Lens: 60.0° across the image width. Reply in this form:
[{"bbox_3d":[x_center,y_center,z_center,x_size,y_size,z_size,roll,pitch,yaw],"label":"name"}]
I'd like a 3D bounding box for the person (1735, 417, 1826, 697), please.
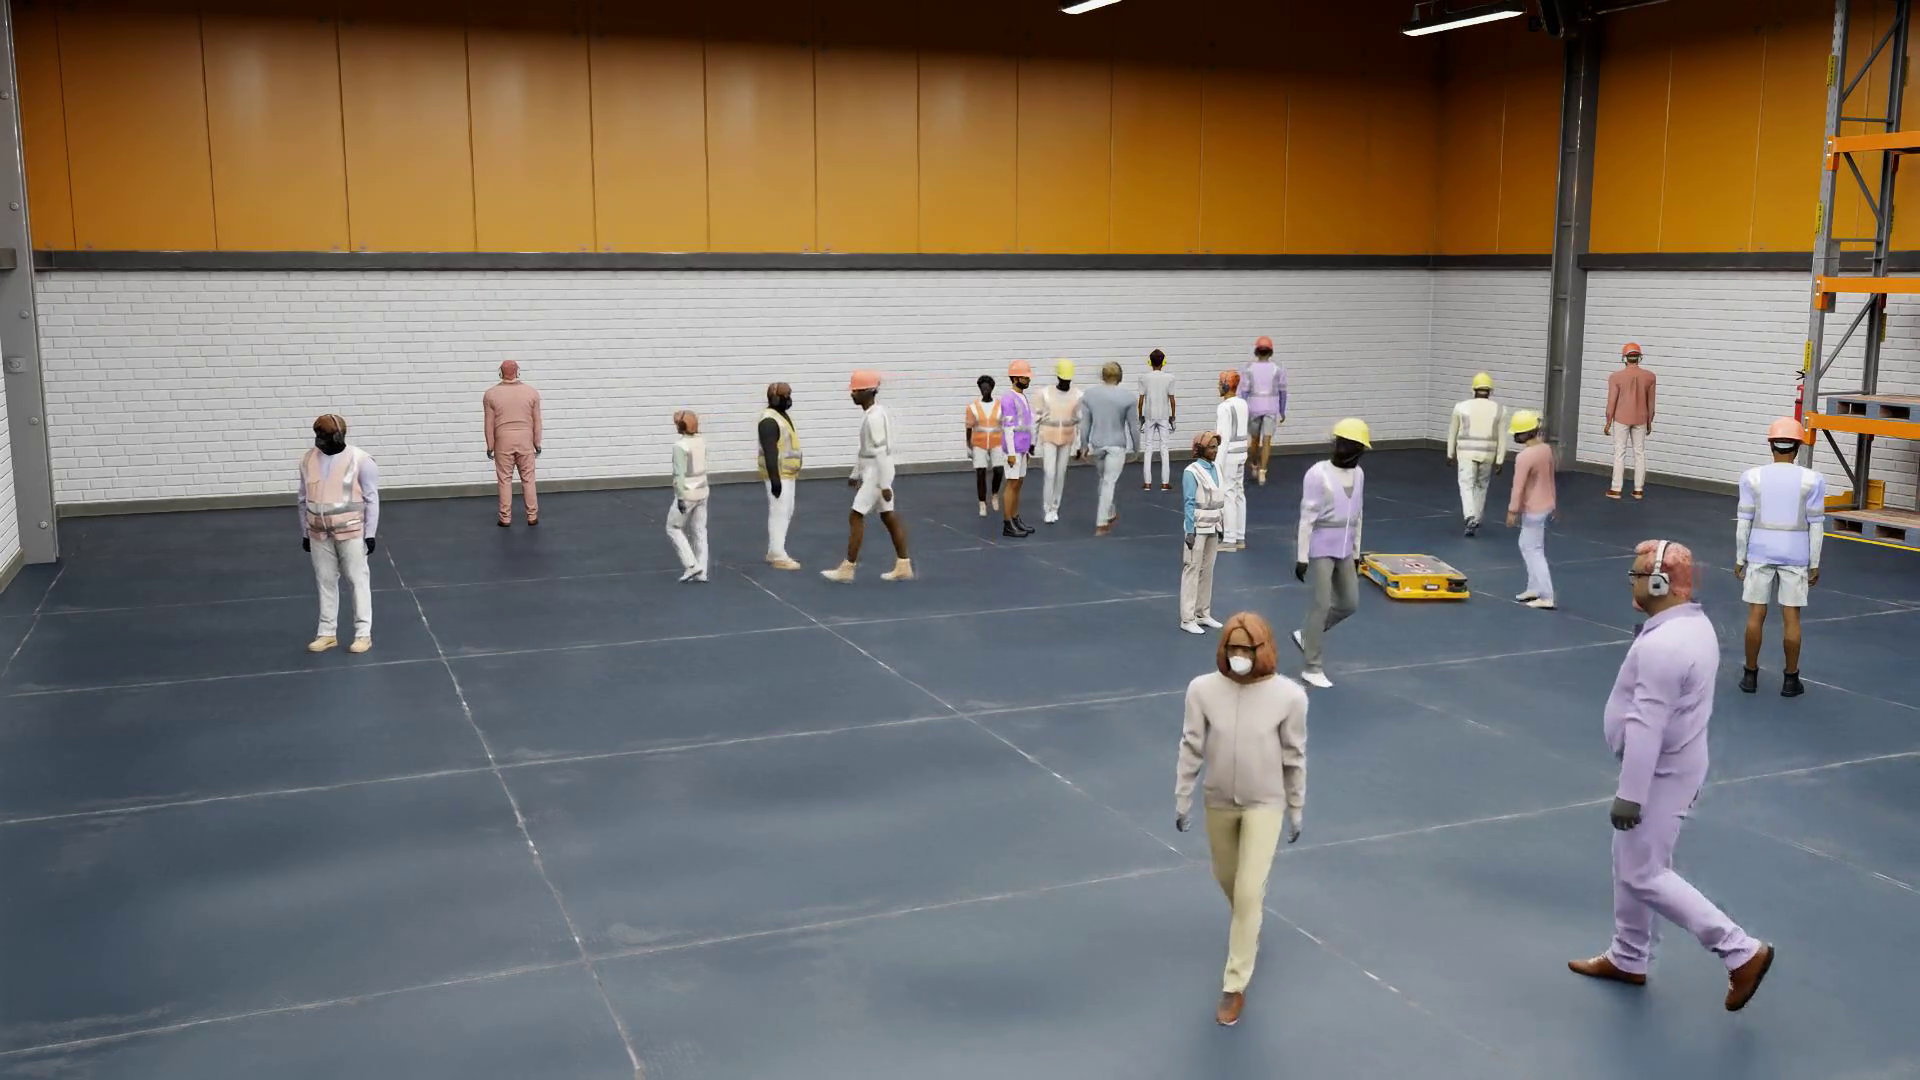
[{"bbox_3d":[5.643,0.116,11.476,0.543,1.929,0.372,5,11,30],"label":"person"}]

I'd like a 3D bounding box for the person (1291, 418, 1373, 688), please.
[{"bbox_3d":[2.569,0.077,11.825,0.729,1.899,0.555,-7,11,-35],"label":"person"}]

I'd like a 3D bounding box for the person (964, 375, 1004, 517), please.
[{"bbox_3d":[0.320,-1.108,19.634,0.546,1.680,0.373,0,9,0],"label":"person"}]

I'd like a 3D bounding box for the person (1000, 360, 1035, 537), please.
[{"bbox_3d":[0.643,-1.006,18.247,0.359,1.939,0.543,3,10,19],"label":"person"}]

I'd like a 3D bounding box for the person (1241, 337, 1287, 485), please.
[{"bbox_3d":[4.145,-1.771,22.731,0.612,1.986,1.063,2,10,13],"label":"person"}]

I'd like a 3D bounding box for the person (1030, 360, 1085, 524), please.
[{"bbox_3d":[1.147,-1.123,19.123,0.620,1.878,0.806,-2,10,-10],"label":"person"}]

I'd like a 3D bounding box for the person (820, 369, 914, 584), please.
[{"bbox_3d":[-0.885,-0.581,15.468,0.989,2.002,0.612,0,9,1],"label":"person"}]

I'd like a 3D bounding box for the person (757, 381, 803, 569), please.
[{"bbox_3d":[-1.757,-0.635,16.314,0.429,1.847,0.630,1,9,6],"label":"person"}]

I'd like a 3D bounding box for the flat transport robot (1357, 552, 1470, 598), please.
[{"bbox_3d":[4.142,0.314,15.288,0.652,0.197,1.431,0,9,-1],"label":"flat transport robot"}]

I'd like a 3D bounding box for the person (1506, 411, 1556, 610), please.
[{"bbox_3d":[4.896,-0.254,14.320,0.571,1.721,0.574,9,13,43],"label":"person"}]

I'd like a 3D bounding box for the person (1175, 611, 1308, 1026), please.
[{"bbox_3d":[1.152,1.057,6.768,0.510,1.599,0.794,4,10,24],"label":"person"}]

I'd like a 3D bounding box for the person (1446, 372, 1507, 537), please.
[{"bbox_3d":[5.697,-0.943,18.304,0.600,1.805,0.860,1,9,7],"label":"person"}]

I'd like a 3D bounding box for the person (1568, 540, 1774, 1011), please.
[{"bbox_3d":[2.868,0.939,6.626,0.697,1.883,0.648,5,11,30],"label":"person"}]

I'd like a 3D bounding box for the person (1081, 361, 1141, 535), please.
[{"bbox_3d":[1.725,-1.037,18.552,0.647,1.892,0.968,5,10,26],"label":"person"}]

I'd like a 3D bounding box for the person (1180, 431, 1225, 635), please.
[{"bbox_3d":[1.970,-0.069,13.470,0.308,1.639,0.524,7,12,38],"label":"person"}]

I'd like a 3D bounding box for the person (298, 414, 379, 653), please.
[{"bbox_3d":[-4.767,-0.048,12.745,0.625,1.840,0.430,1,9,8],"label":"person"}]

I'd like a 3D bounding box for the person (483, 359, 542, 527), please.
[{"bbox_3d":[-5.072,-1.097,18.895,0.643,1.909,0.411,-4,10,-21],"label":"person"}]

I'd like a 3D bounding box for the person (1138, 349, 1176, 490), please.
[{"bbox_3d":[2.601,-1.586,21.964,0.513,1.875,0.328,2,10,10],"label":"person"}]

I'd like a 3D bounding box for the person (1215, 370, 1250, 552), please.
[{"bbox_3d":[2.806,-0.820,17.288,0.342,1.882,0.579,6,11,34],"label":"person"}]

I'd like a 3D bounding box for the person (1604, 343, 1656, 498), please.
[{"bbox_3d":[8.521,-1.514,21.186,0.611,1.985,0.393,0,9,2],"label":"person"}]

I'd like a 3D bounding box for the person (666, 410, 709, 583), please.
[{"bbox_3d":[-2.529,-0.399,15.493,0.374,1.625,0.533,5,10,26],"label":"person"}]
